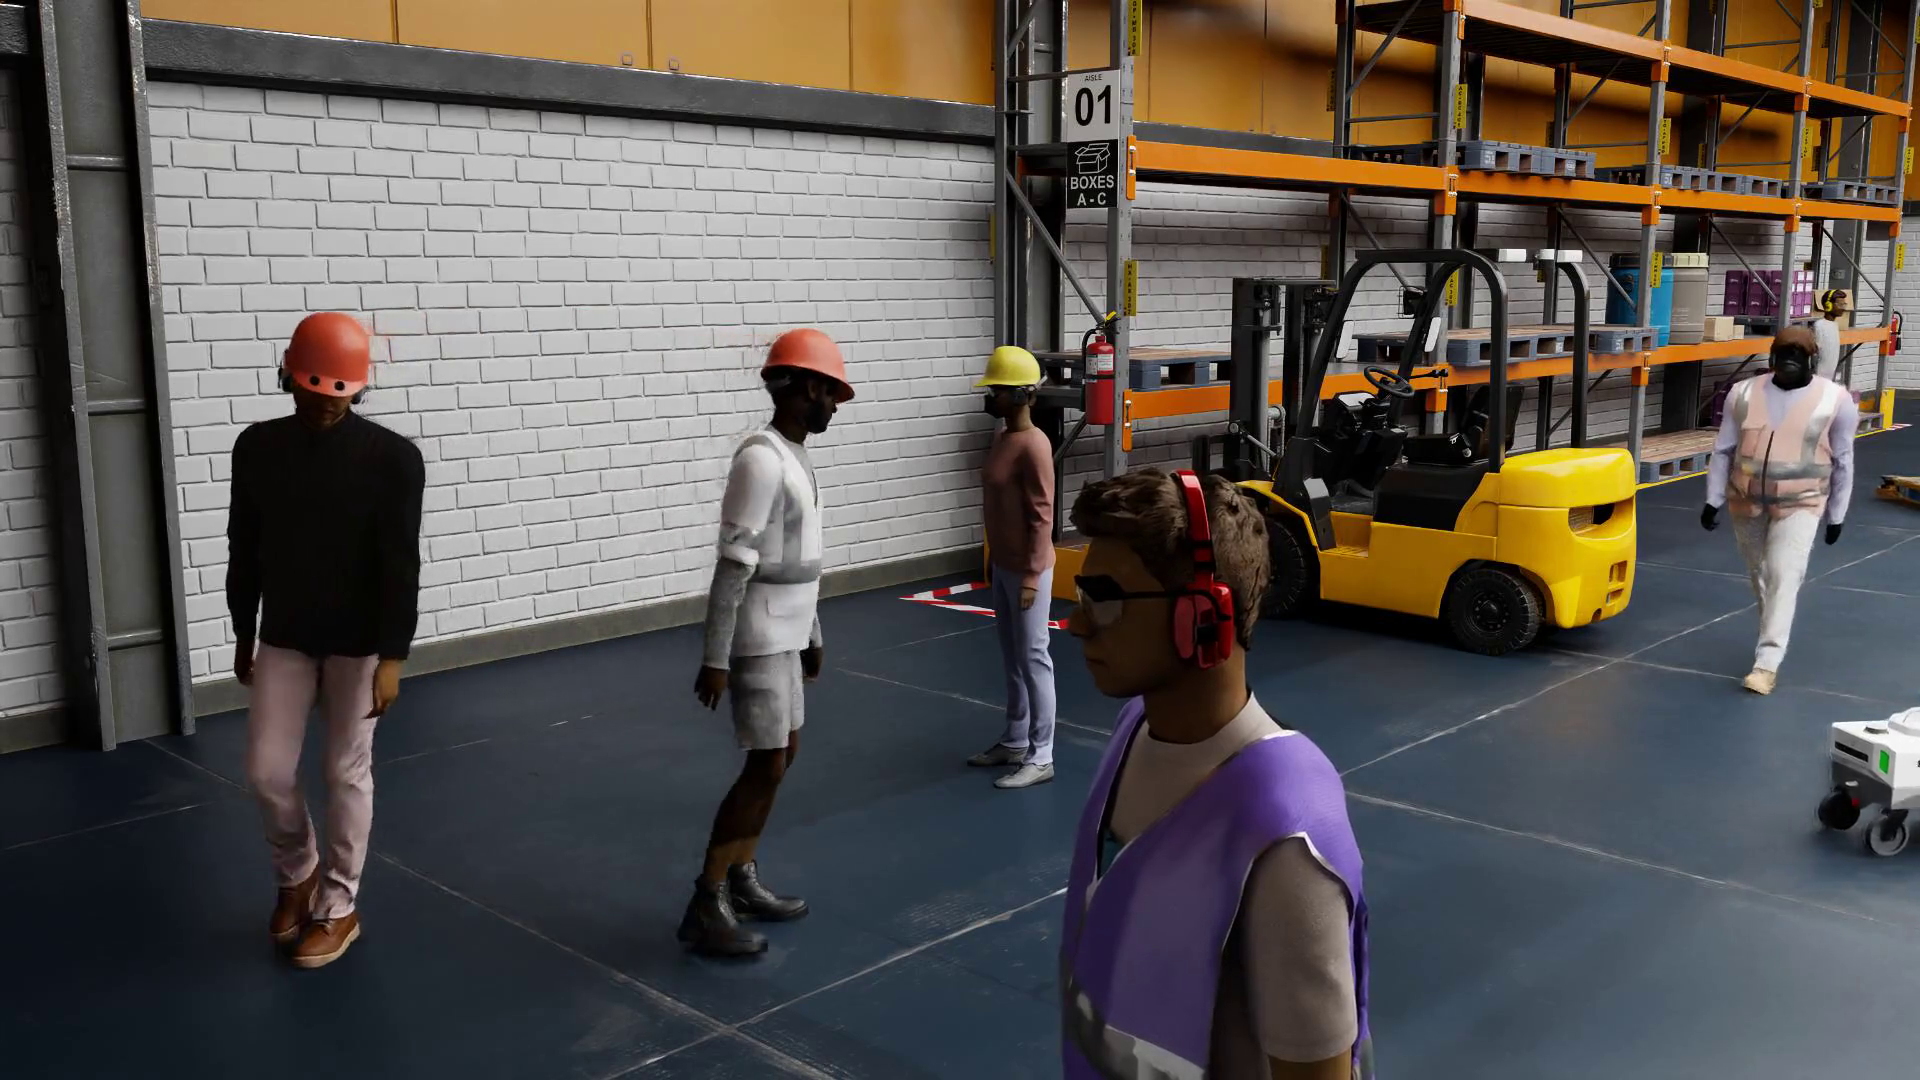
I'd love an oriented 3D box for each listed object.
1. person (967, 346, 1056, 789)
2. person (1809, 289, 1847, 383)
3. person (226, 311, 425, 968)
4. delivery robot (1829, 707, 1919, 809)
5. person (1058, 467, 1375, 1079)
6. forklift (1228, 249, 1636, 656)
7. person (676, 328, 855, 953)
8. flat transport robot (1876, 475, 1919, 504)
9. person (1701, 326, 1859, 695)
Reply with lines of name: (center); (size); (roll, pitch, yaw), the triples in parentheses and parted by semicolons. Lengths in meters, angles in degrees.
person: (0.215, 0.109, 6.680); (0.318, 1.769, 0.522); (-3, 10, -16)
person: (8.974, -1.665, 17.285); (0.527, 1.860, 0.321); (-8, 12, -41)
person: (-1.887, 0.308, 4.912); (0.652, 1.952, 0.472); (0, 9, 2)
delivery robot: (3.531, 0.779, 5.995); (0.707, 0.478, 0.477); (-1, 9, -7)
person: (0.304, 0.826, 2.046); (0.373, 1.843, 0.572); (-2, 9, -12)
forklift: (2.710, -0.584, 9.626); (2.313, 2.155, 1.214); (9, 13, 43)
person: (-0.575, 0.298, 5.146); (0.499, 1.889, 0.602); (1, 9, 7)
flat transport robot: (8.538, -0.378, 14.239); (0.652, 0.197, 1.431); (0, 9, 2)
person: (4.115, -0.175, 8.376); (0.974, 1.797, 0.627); (-9, 13, -44)
